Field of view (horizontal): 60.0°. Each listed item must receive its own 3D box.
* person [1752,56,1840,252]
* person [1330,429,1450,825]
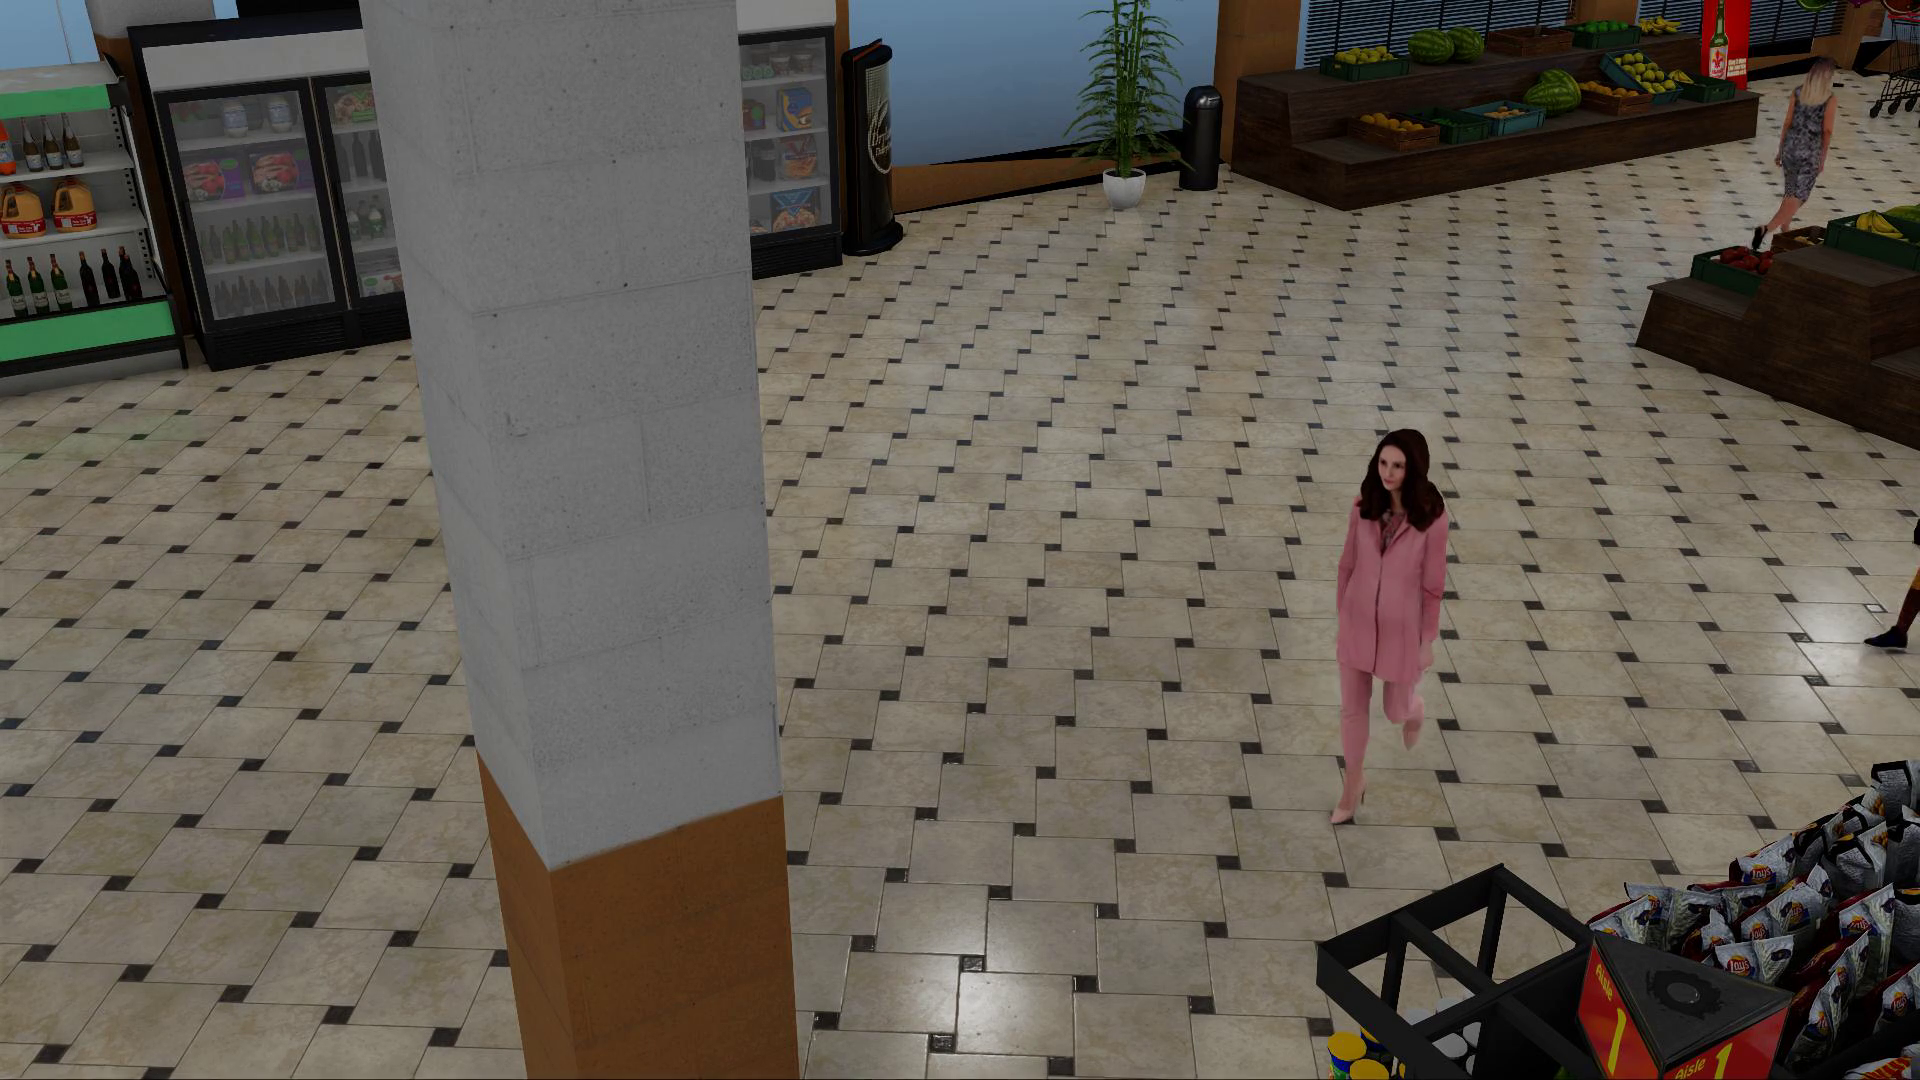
[{"bbox_3d":[7.124,-3.237,14.196,1.035,1.679,0.619,-18,32,-31],"label":"person"},{"bbox_3d":[1.832,0.345,7.012,0.844,1.787,1.032,19,32,32],"label":"person"}]
